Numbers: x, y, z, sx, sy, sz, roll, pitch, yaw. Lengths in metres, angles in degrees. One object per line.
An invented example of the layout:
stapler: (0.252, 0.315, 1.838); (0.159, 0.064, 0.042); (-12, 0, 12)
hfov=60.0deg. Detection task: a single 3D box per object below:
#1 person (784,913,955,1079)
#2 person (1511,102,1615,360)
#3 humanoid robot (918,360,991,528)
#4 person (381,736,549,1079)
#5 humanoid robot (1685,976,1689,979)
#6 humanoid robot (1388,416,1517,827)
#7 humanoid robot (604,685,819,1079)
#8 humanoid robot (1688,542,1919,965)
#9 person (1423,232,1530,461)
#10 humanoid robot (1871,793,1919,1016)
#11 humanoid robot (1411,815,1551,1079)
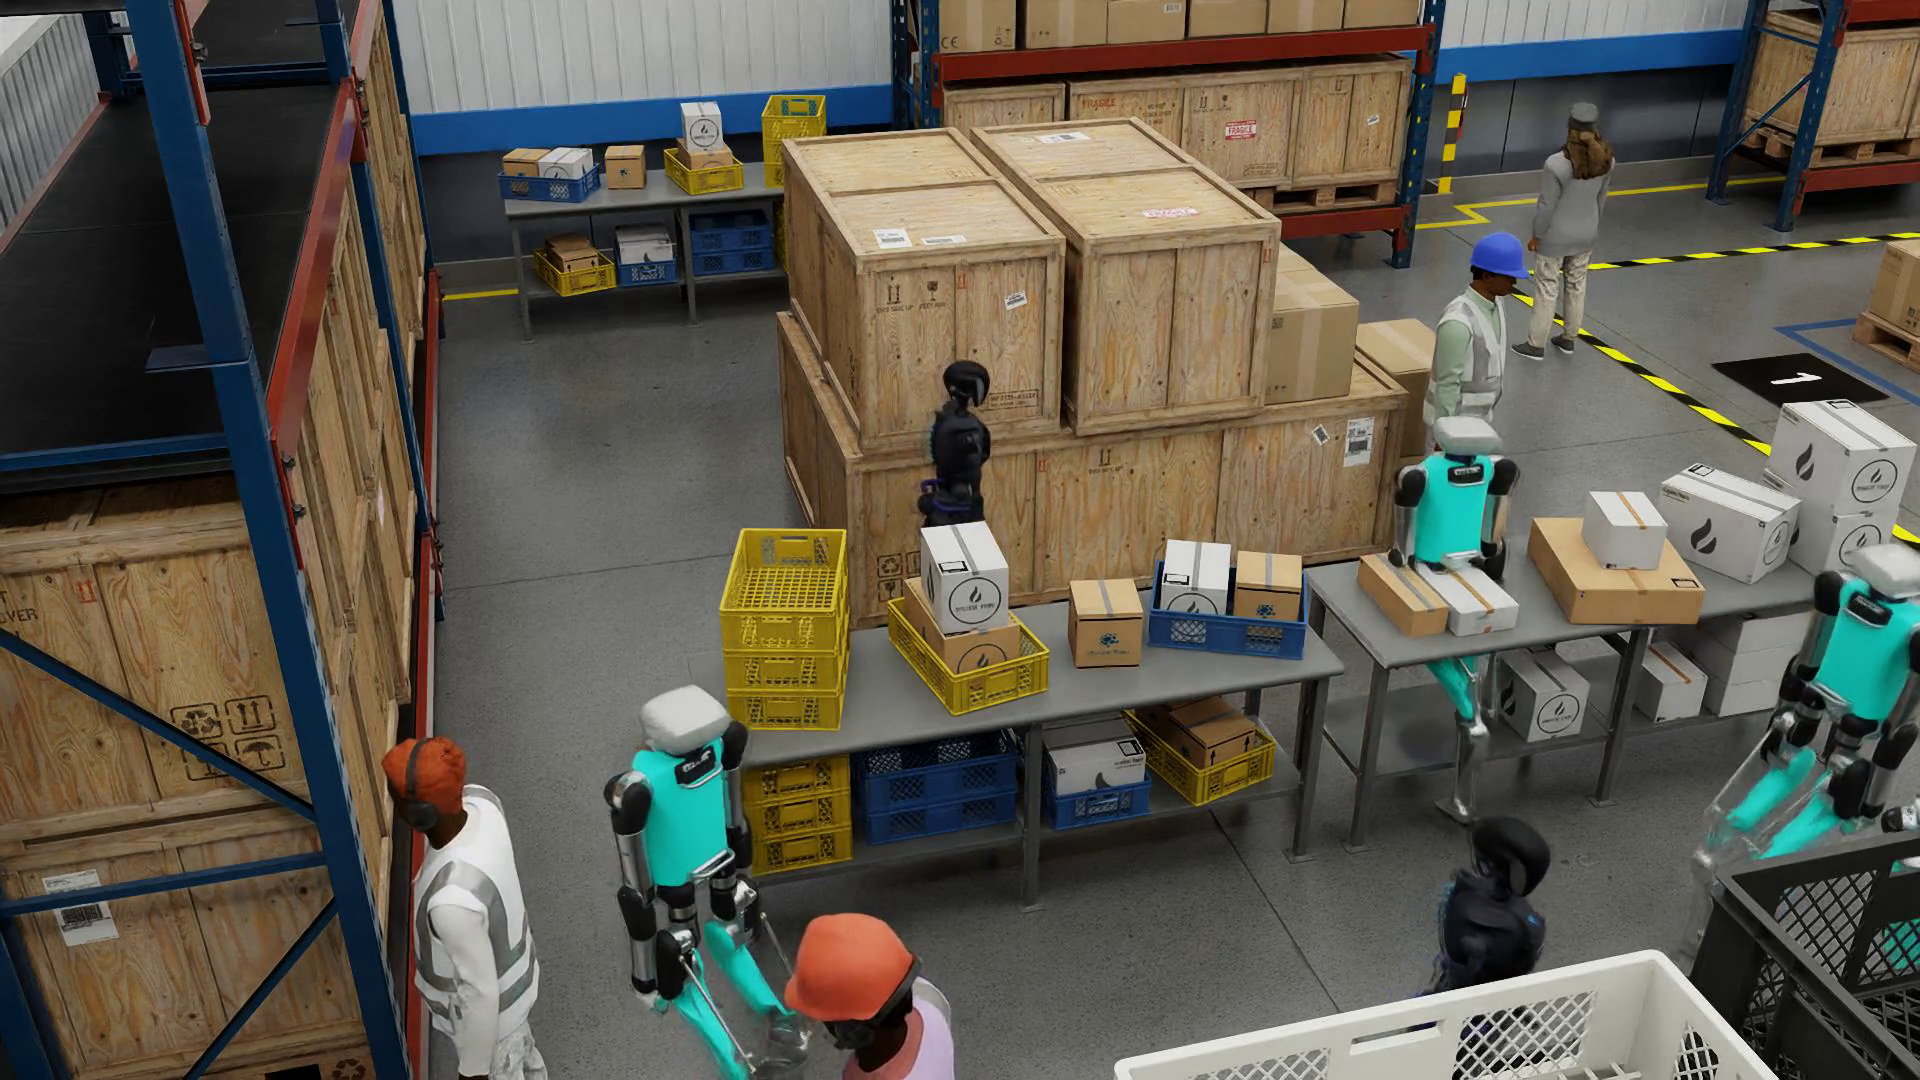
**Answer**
person: (-0.203, 1.740, 4.136); (0.406, 2.030, 0.607); (5, 29, 8)
person: (4.139, -2.096, 11.366); (0.571, 1.765, 0.401); (-11, 31, -20)
humanoid robot: (-0.016, -0.083, 7.850); (0.764, 1.626, 0.611); (-9, 30, -16)
person: (-1.424, 1.368, 4.959); (0.338, 1.882, 0.580); (-4, 29, -8)
humanoid robot: (1.749, 1.794, 4.389); (0.341, 1.649, 0.595); (-16, 32, -26)
humanoid robot: (2.106, 0.430, 6.867); (0.535, 1.762, 1.032); (-8, 30, -15)
humanoid robot: (-0.685, 1.316, 5.197); (0.680, 1.790, 0.563); (20, 34, 31)
humanoid robot: (2.974, 0.816, 5.979); (0.739, 1.672, 0.531); (-10, 30, -17)
person: (2.595, -0.650, 8.570); (0.411, 1.939, 0.602); (20, 35, 32)
humanoid robot: (3.018, 1.477, 4.917); (0.964, 1.735, 0.537); (0, 29, 0)
humanoid robot: (1.548, 1.483, 4.960); (0.336, 1.654, 0.611); (19, 34, 30)
